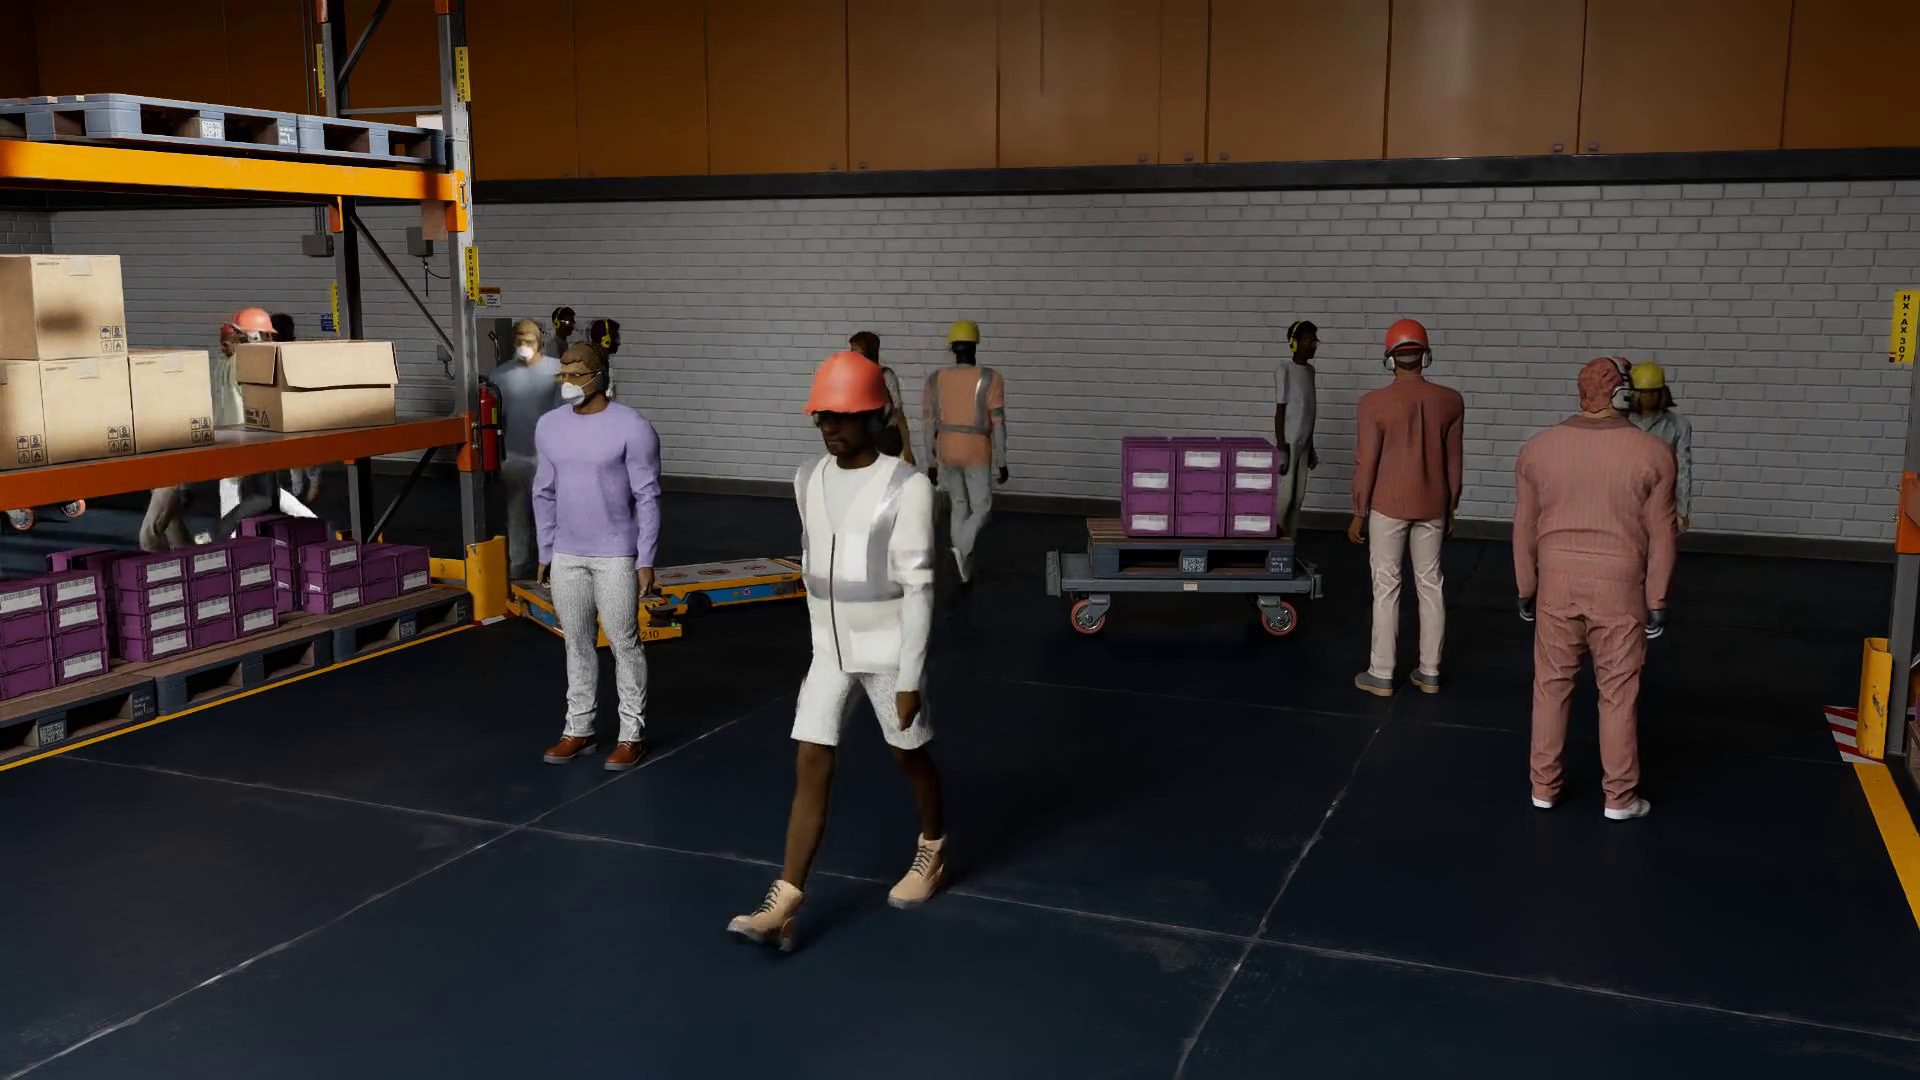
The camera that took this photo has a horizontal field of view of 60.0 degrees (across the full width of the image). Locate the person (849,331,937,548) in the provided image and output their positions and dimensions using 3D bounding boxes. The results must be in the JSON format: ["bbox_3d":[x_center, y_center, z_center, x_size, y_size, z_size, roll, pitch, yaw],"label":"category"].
[{"bbox_3d":[-0.564,-0.711,12.768,0.967,1.787,0.580,-5,10,-26],"label":"person"}]

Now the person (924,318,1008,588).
[{"bbox_3d":[0.009,-0.587,11.606,0.594,1.904,0.693,4,10,23],"label":"person"}]

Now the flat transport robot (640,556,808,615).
[{"bbox_3d":[-1.577,0.299,11.182,1.431,0.197,0.652,-6,11,-31],"label":"flat transport robot"}]

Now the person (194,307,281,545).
[{"bbox_3d":[-5.268,-0.730,12.279,0.766,1.965,0.618,-7,12,-37],"label":"person"}]

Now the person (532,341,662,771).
[{"bbox_3d":[-1.638,0.074,7.503,0.633,1.938,0.356,4,10,21],"label":"person"}]

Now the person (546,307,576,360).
[{"bbox_3d":[-3.927,-1.370,16.483,0.331,1.865,0.519,-1,9,-8],"label":"person"}]

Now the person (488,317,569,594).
[{"bbox_3d":[-2.948,-0.581,11.502,0.639,1.916,0.605,1,9,8],"label":"person"}]

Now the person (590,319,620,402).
[{"bbox_3d":[-2.908,-0.838,13.312,0.493,1.851,0.527,-4,10,-22],"label":"person"}]

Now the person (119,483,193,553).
[{"bbox_3d":[-5.318,-0.332,10.935,0.526,1.613,0.672,9,13,43],"label":"person"}]

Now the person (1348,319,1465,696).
[{"bbox_3d":[2.351,-0.165,8.801,0.608,1.987,0.391,-2,10,-10],"label":"person"}]

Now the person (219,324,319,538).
[{"bbox_3d":[-5.481,-0.785,13.012,0.880,1.853,0.594,-8,13,-42],"label":"person"}]

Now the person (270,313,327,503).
[{"bbox_3d":[-6.304,-1.225,15.718,0.653,1.824,0.436,3,10,18],"label":"person"}]

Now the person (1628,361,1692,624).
[{"bbox_3d":[4.023,-0.201,9.814,0.493,1.723,0.581,2,10,11],"label":"person"}]

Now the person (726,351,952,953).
[{"bbox_3d":[-0.342,0.368,5.572,0.626,1.980,1.105,7,11,35],"label":"person"}]

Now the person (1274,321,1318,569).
[{"bbox_3d":[2.489,-0.684,12.316,0.310,1.866,0.533,8,12,39],"label":"person"}]

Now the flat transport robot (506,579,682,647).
[{"bbox_3d":[-2.319,0.424,10.421,0.652,0.197,1.431,-6,11,-31],"label":"flat transport robot"}]

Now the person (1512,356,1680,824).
[{"bbox_3d":[2.604,0.201,6.838,0.642,1.905,0.399,7,11,35],"label":"person"}]

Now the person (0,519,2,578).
[{"bbox_3d":[-6.285,-0.356,10.401,0.622,1.844,0.429,-4,10,-23],"label":"person"}]
